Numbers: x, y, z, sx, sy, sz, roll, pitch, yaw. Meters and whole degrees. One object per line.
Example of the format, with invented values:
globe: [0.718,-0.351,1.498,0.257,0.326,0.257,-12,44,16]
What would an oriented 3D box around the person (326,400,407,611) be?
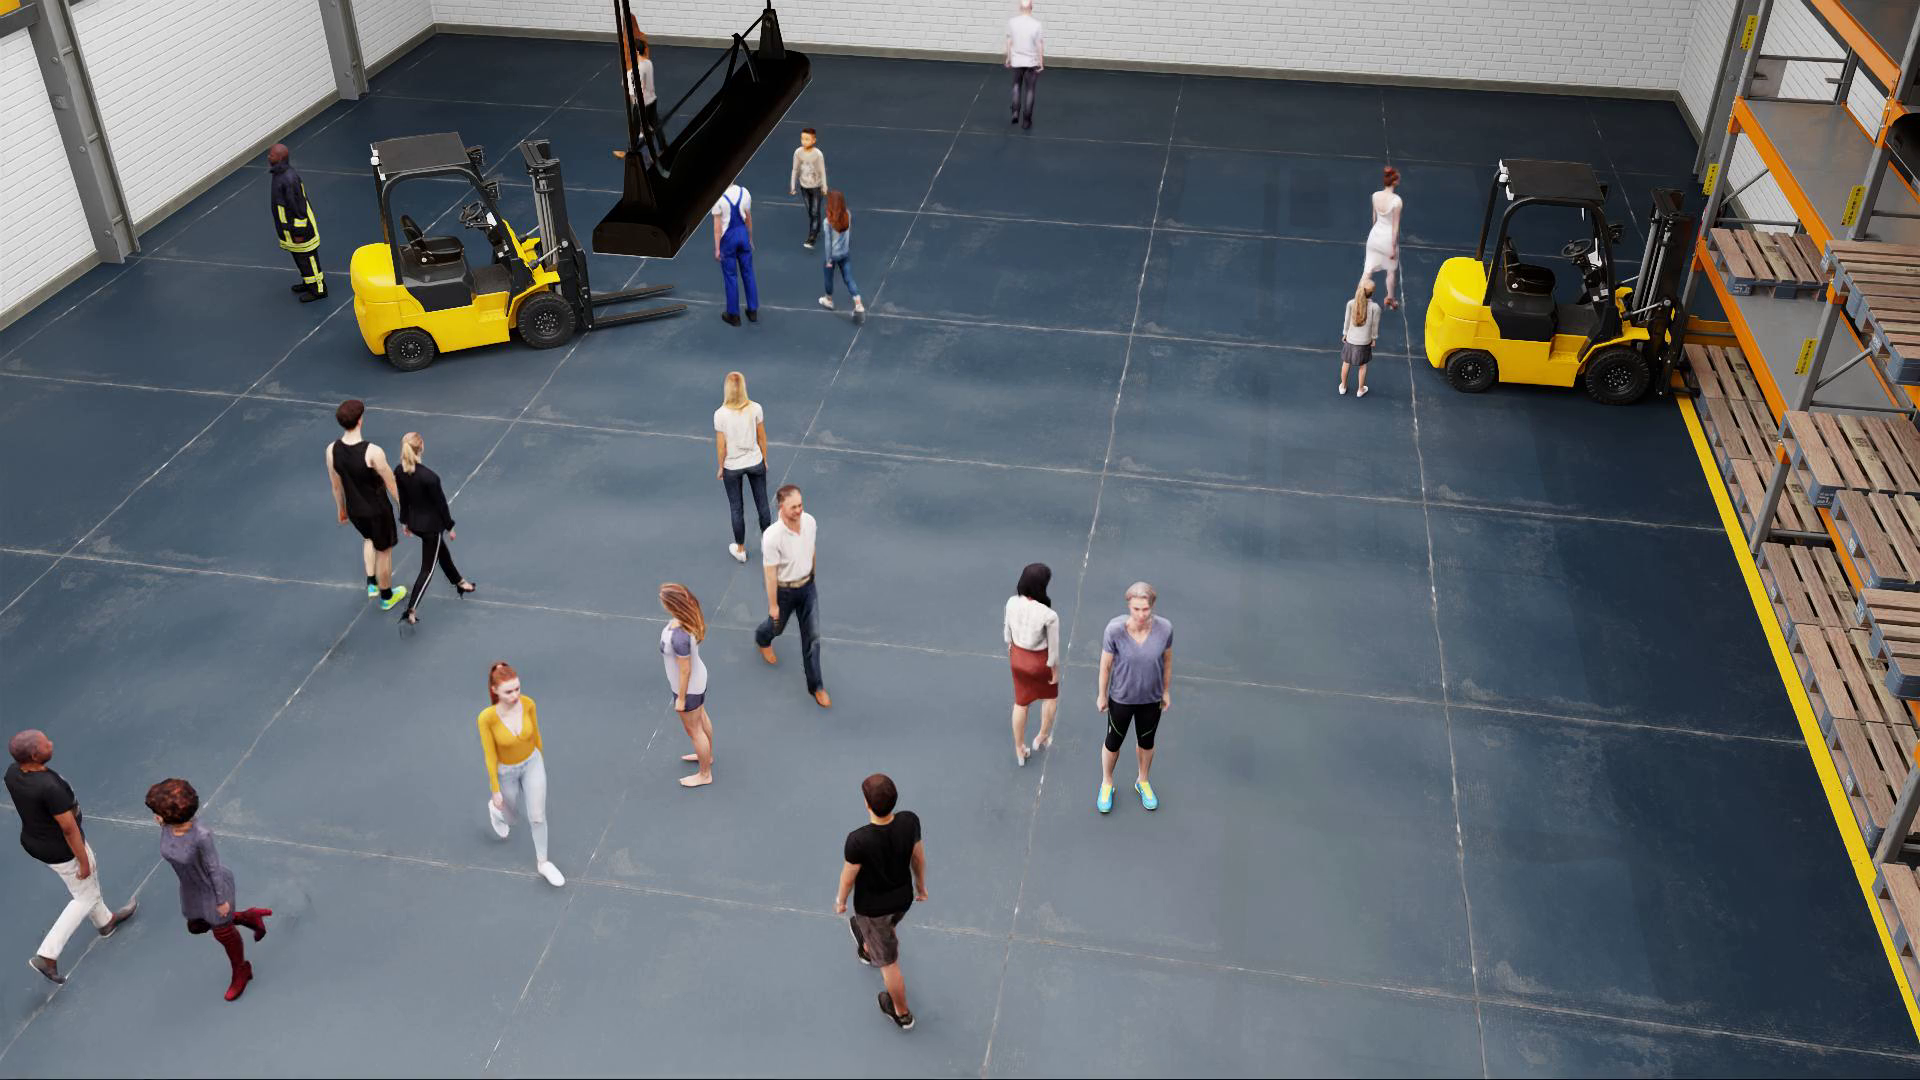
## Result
person: [-4.873,-0.220,13.611,0.711,1.880,0.642,8,34,12]

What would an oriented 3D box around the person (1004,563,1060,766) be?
person: [0.488,0.950,11.980,0.732,1.737,0.757,17,37,24]

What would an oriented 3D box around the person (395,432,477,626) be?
person: [-4.387,-0.027,13.520,0.874,1.660,1.153,18,38,25]

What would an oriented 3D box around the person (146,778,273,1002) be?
person: [-4.591,2.102,10.283,0.695,1.697,0.833,13,36,19]

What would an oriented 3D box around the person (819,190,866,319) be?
person: [-1.299,-3.146,18.400,0.990,1.453,1.004,-25,41,-33]

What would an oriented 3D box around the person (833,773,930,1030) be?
person: [-0.409,2.217,9.988,1.128,1.832,1.184,-22,39,-29]

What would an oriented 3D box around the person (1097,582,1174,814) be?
person: [1.224,1.090,11.633,0.728,1.887,0.663,-3,34,-4]

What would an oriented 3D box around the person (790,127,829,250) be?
person: [-1.770,-4.306,20.157,0.681,1.438,0.964,11,35,16]

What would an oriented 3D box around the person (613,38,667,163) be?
person: [-4.134,-5.834,22.227,0.747,1.692,0.953,9,35,13]

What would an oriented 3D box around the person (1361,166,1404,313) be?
person: [4.538,-3.197,18.188,0.963,1.771,0.891,-23,40,-31]

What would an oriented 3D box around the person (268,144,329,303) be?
person: [-7.487,-3.603,18.754,0.925,1.821,0.839,-16,37,-23]

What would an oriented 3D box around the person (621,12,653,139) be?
person: [-4.493,-6.486,23.180,0.694,1.723,0.779,-27,42,-35]

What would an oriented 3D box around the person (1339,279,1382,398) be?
person: [4.067,-2.071,16.943,0.552,1.275,0.566,12,36,18]

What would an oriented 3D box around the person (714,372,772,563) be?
person: [-1.854,-0.626,14.288,0.675,1.807,0.671,-11,35,-16]

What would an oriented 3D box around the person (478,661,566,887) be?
person: [-3.010,1.528,11.116,1.030,1.730,1.051,-25,41,-33]

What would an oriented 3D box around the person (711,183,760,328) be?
person: [-2.473,-3.251,18.199,0.722,1.849,0.770,-19,38,-26]

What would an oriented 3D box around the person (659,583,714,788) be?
person: [-1.927,1.017,11.890,0.695,1.725,0.540,0,34,-1]

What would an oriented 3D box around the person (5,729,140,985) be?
person: [-5.693,1.975,10.398,0.861,1.783,1.133,16,37,23]

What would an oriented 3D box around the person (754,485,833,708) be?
person: [-1.363,0.342,12.818,1.230,1.821,1.267,-22,40,-30]

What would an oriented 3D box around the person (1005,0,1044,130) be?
person: [0.874,-6.667,23.365,0.719,1.819,0.708,9,35,14]
